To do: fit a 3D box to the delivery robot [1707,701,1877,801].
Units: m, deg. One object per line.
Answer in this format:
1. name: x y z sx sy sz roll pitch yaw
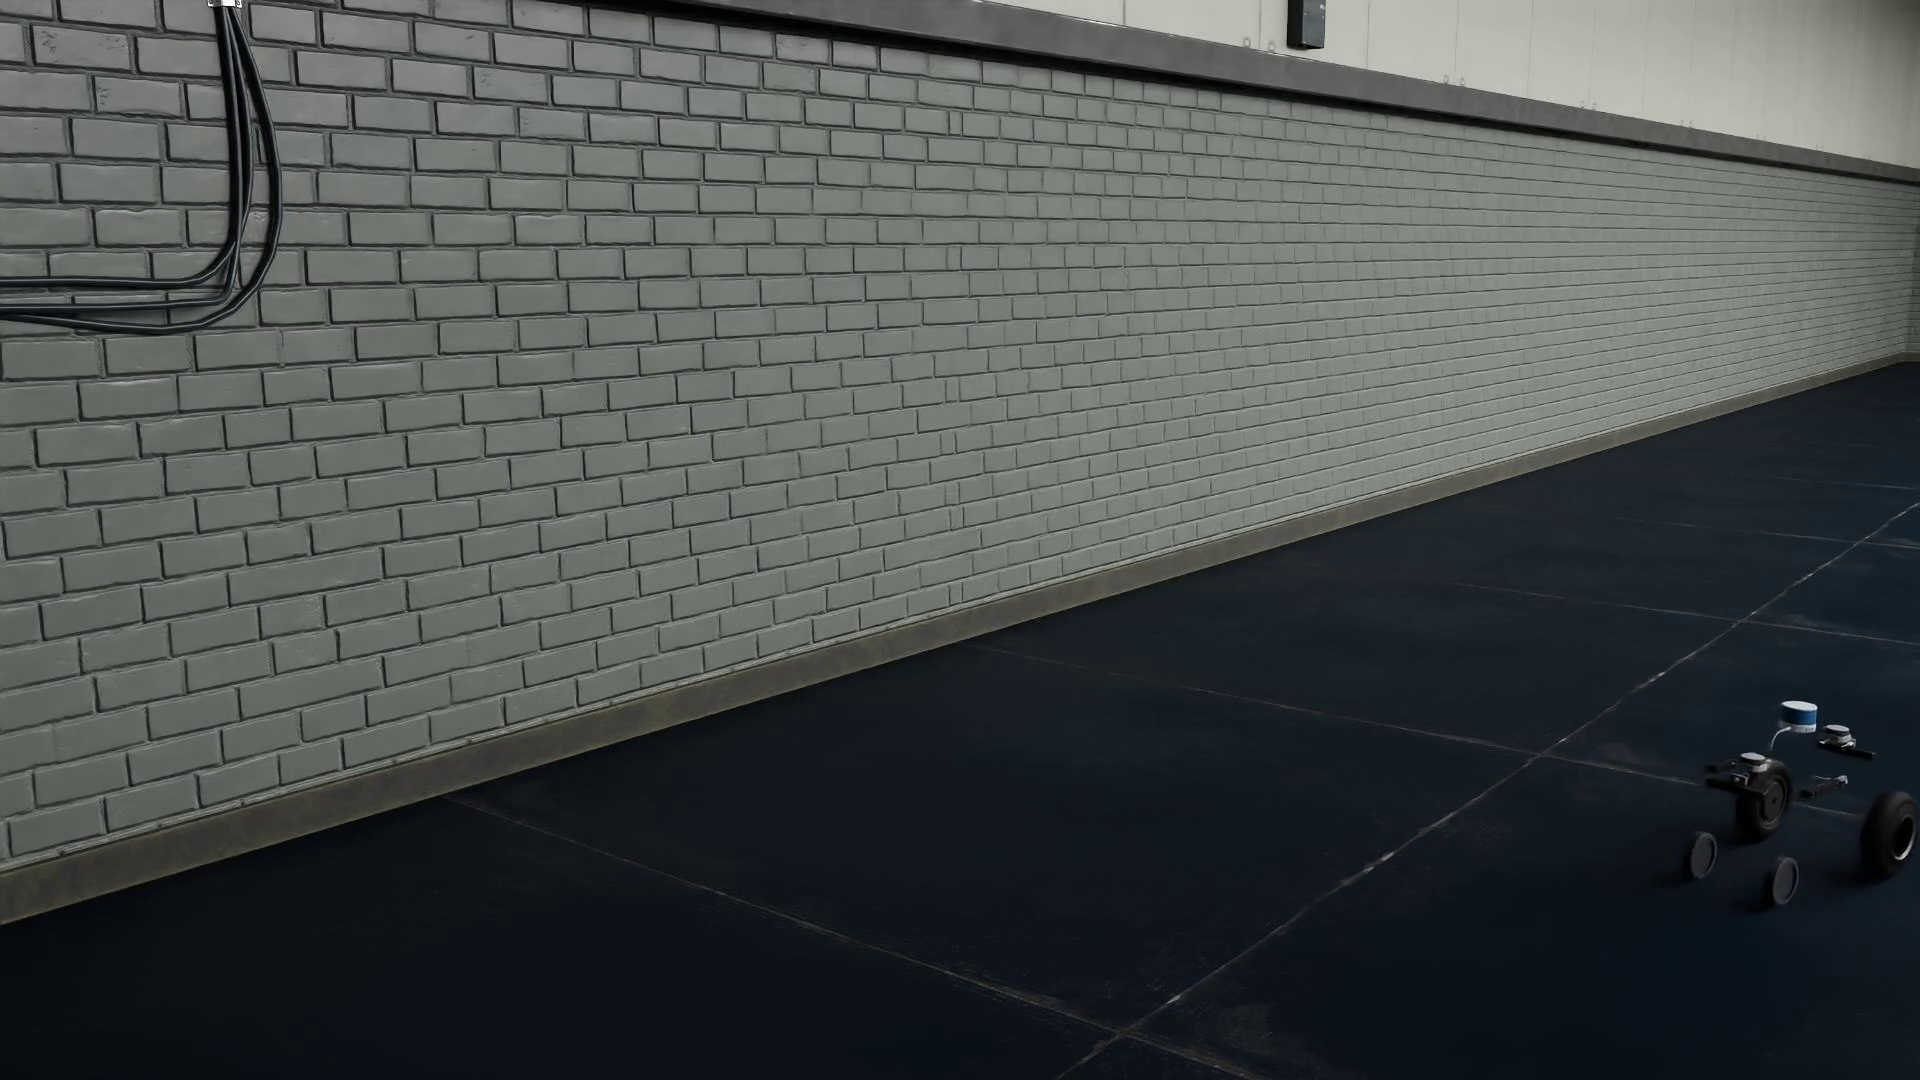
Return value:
1. delivery robot: 2.654 0.631 5.273 0.698 0.223 0.335 -7 13 -35
